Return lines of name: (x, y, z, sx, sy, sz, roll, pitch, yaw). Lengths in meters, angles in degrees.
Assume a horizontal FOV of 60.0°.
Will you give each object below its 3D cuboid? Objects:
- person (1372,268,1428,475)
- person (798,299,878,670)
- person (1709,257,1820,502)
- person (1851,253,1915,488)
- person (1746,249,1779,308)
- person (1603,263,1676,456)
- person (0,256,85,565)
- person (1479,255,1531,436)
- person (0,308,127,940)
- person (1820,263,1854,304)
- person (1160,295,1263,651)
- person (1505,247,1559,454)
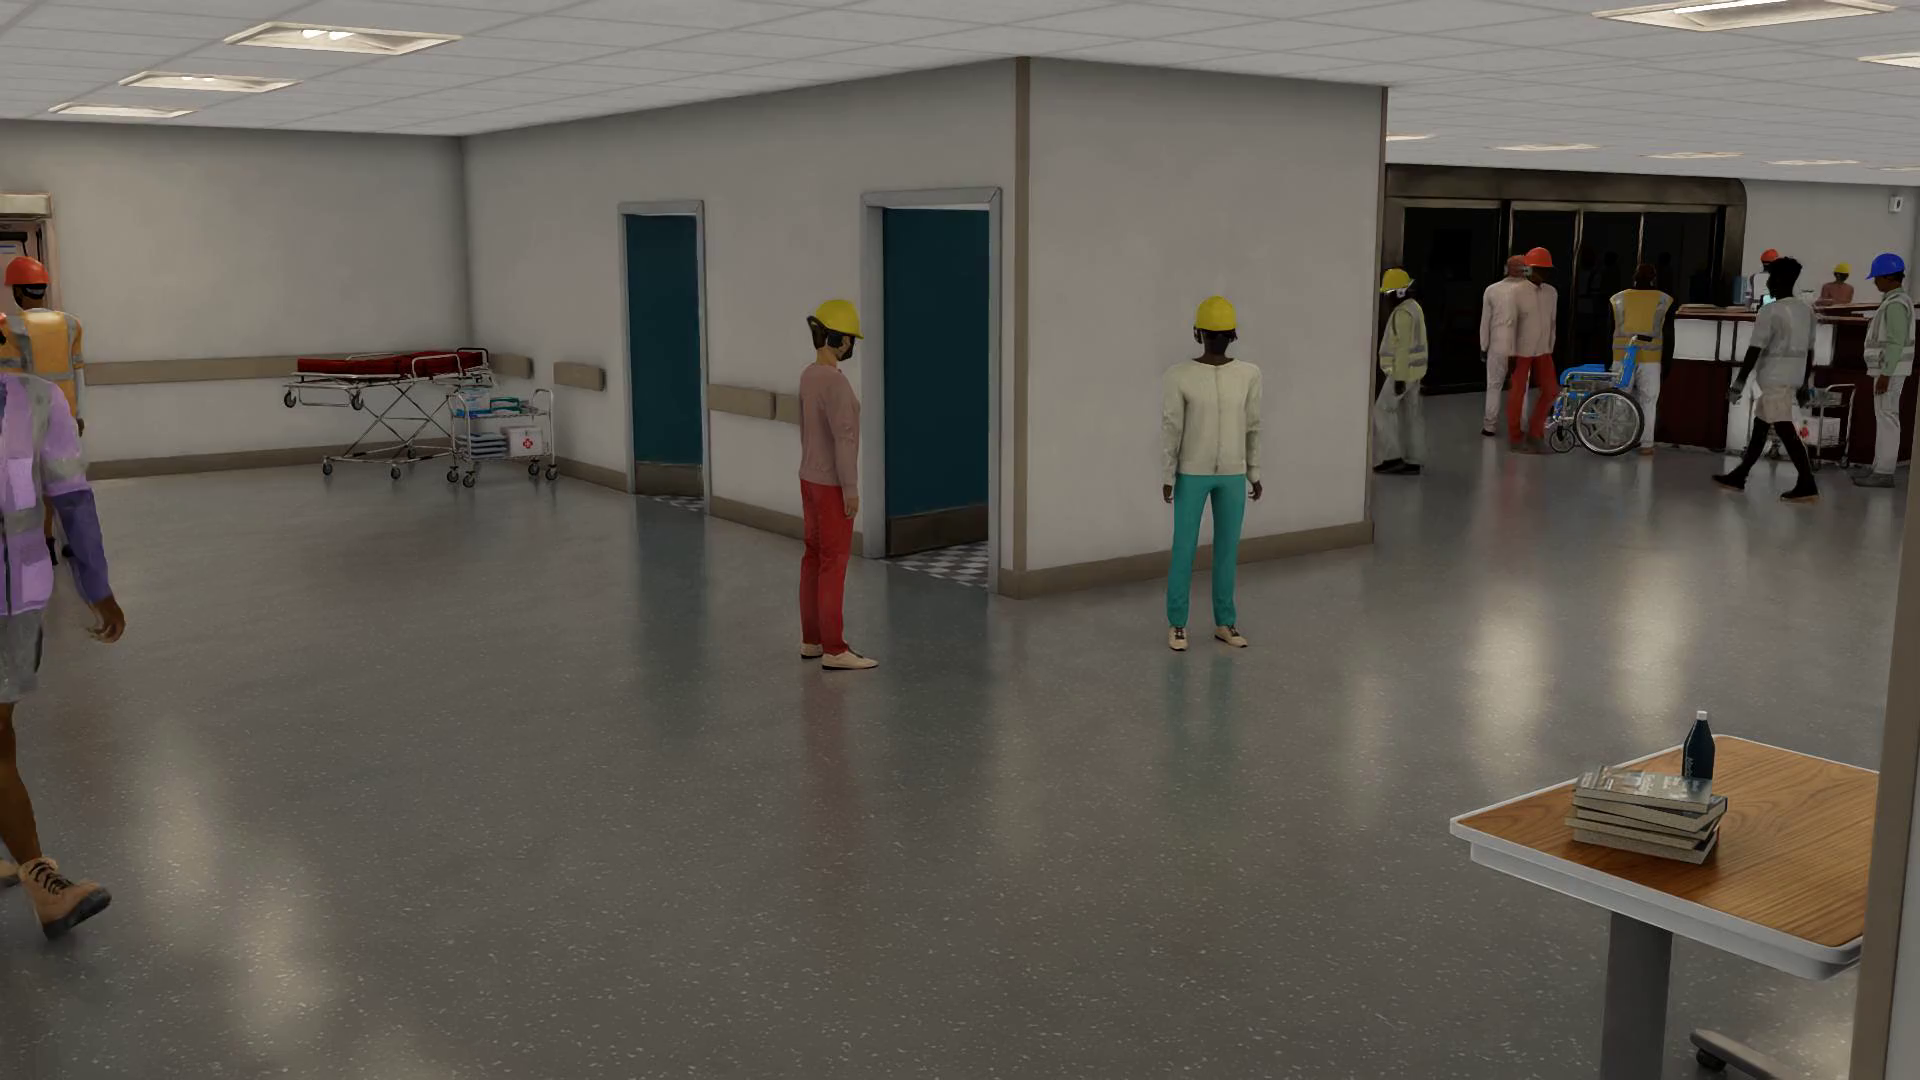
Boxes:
person: (3.823, -1.457, 14.508, 0.538, 1.797, 0.634, 5, 11, 25)
person: (-0.602, -0.263, 7.949, 0.321, 1.761, 0.522, -5, 11, -25)
person: (6.458, -1.271, 13.172, 0.624, 1.919, 1.001, -7, 12, -33)
person: (7.689, -1.402, 13.828, 0.407, 1.937, 0.602, 5, 11, 28)
person: (11.605, -3.214, 23.979, 0.358, 1.938, 0.542, -8, 13, -37)
person: (6.484, -1.720, 15.913, 0.633, 1.835, 0.429, 5, 11, 25)
person: (-5.783, -0.805, 10.479, 0.352, 1.940, 0.545, 5, 11, 28)
person: (5.785, -2.030, 17.466, 0.646, 1.902, 0.400, 2, 10, 11)
person: (-2.862, 0.165, 4.944, 1.084, 1.972, 0.615, 6, 12, 31)
person: (13.699, -3.470, 26.027, 0.531, 1.724, 0.873, 1, 10, 6)
person: (1.256, -0.325, 8.277, 0.534, 1.767, 0.314, -2, 10, -12)
person: (5.479, -1.790, 15.878, 0.658, 1.974, 0.555, -4, 11, -21)
